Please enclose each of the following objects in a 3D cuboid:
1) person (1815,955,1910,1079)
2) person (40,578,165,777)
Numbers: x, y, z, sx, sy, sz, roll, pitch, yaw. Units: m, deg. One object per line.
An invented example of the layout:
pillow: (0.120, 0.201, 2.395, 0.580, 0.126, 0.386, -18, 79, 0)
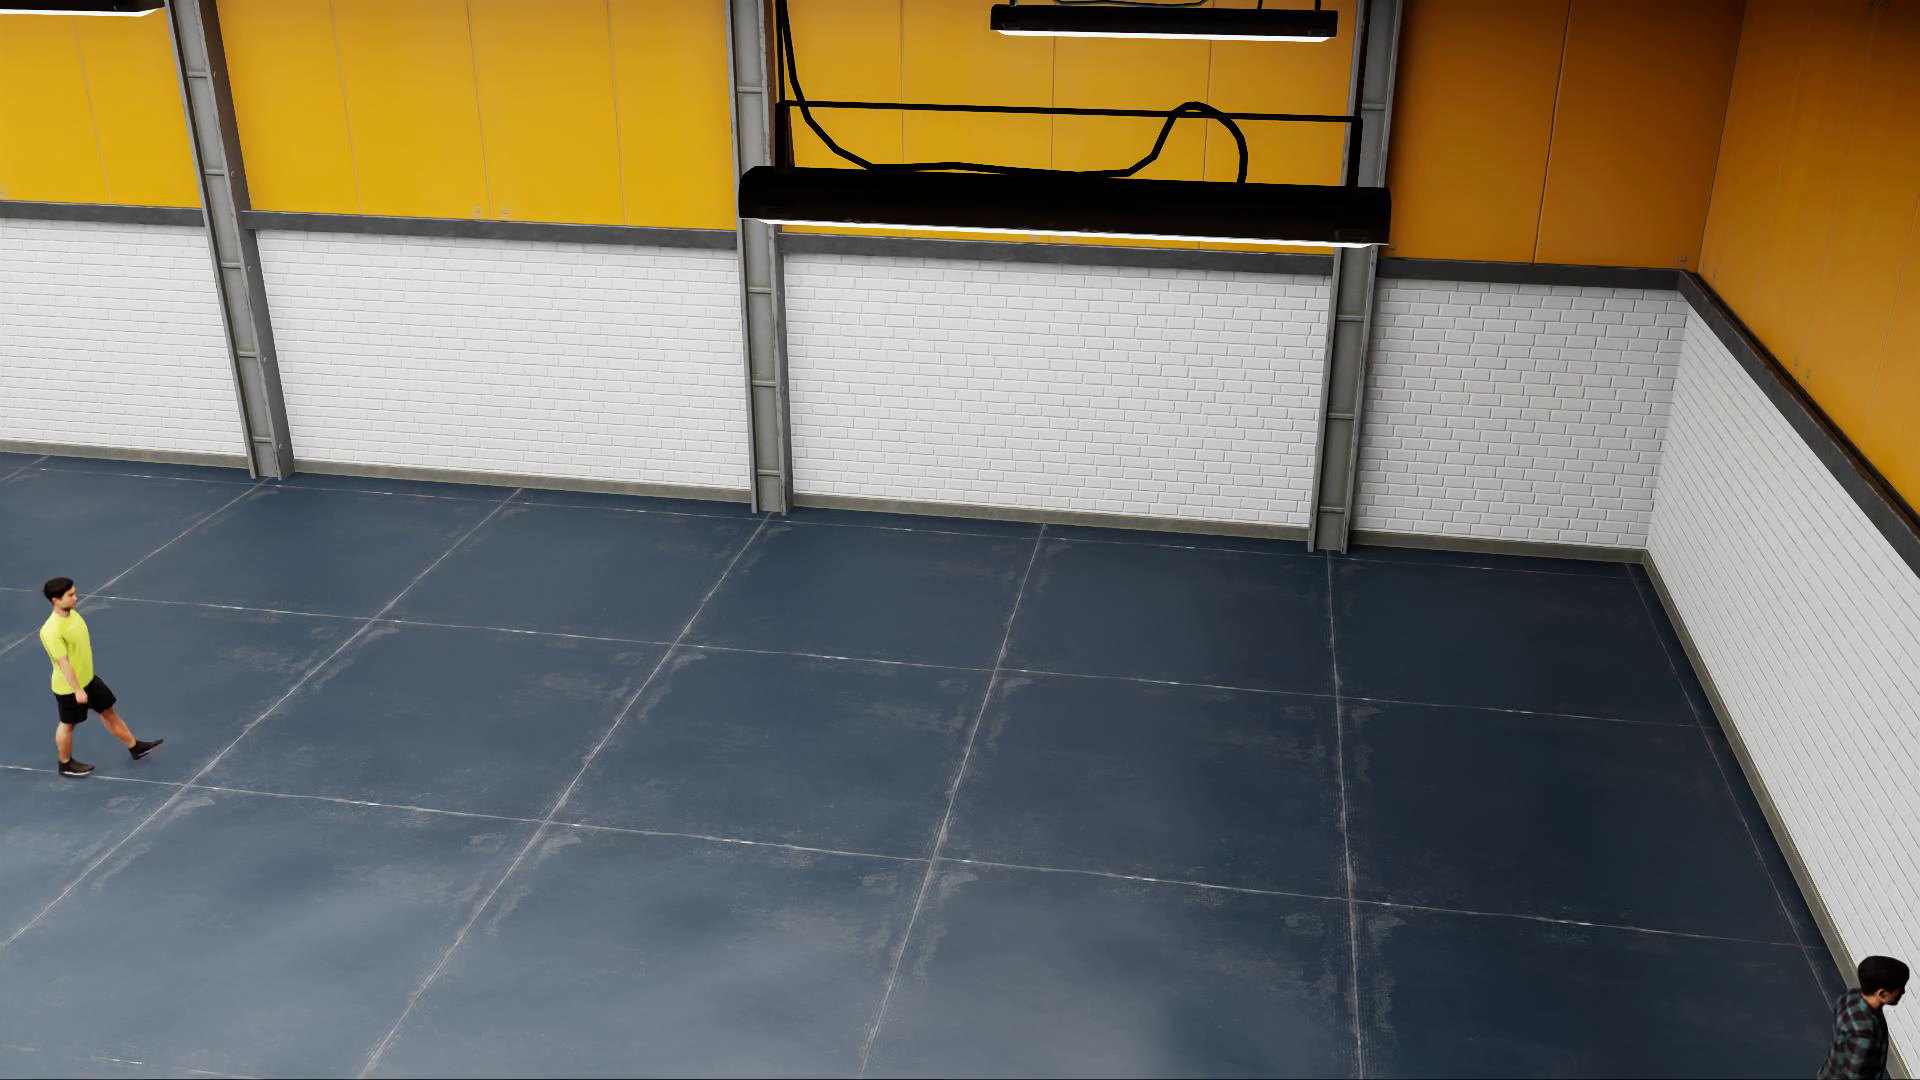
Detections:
person: (4.605, 2.867, 8.690, 0.605, 1.708, 0.705, 10, 26, 22)
person: (-6.997, 1.093, 12.975, 1.073, 1.675, 0.810, -2, 24, -5)
